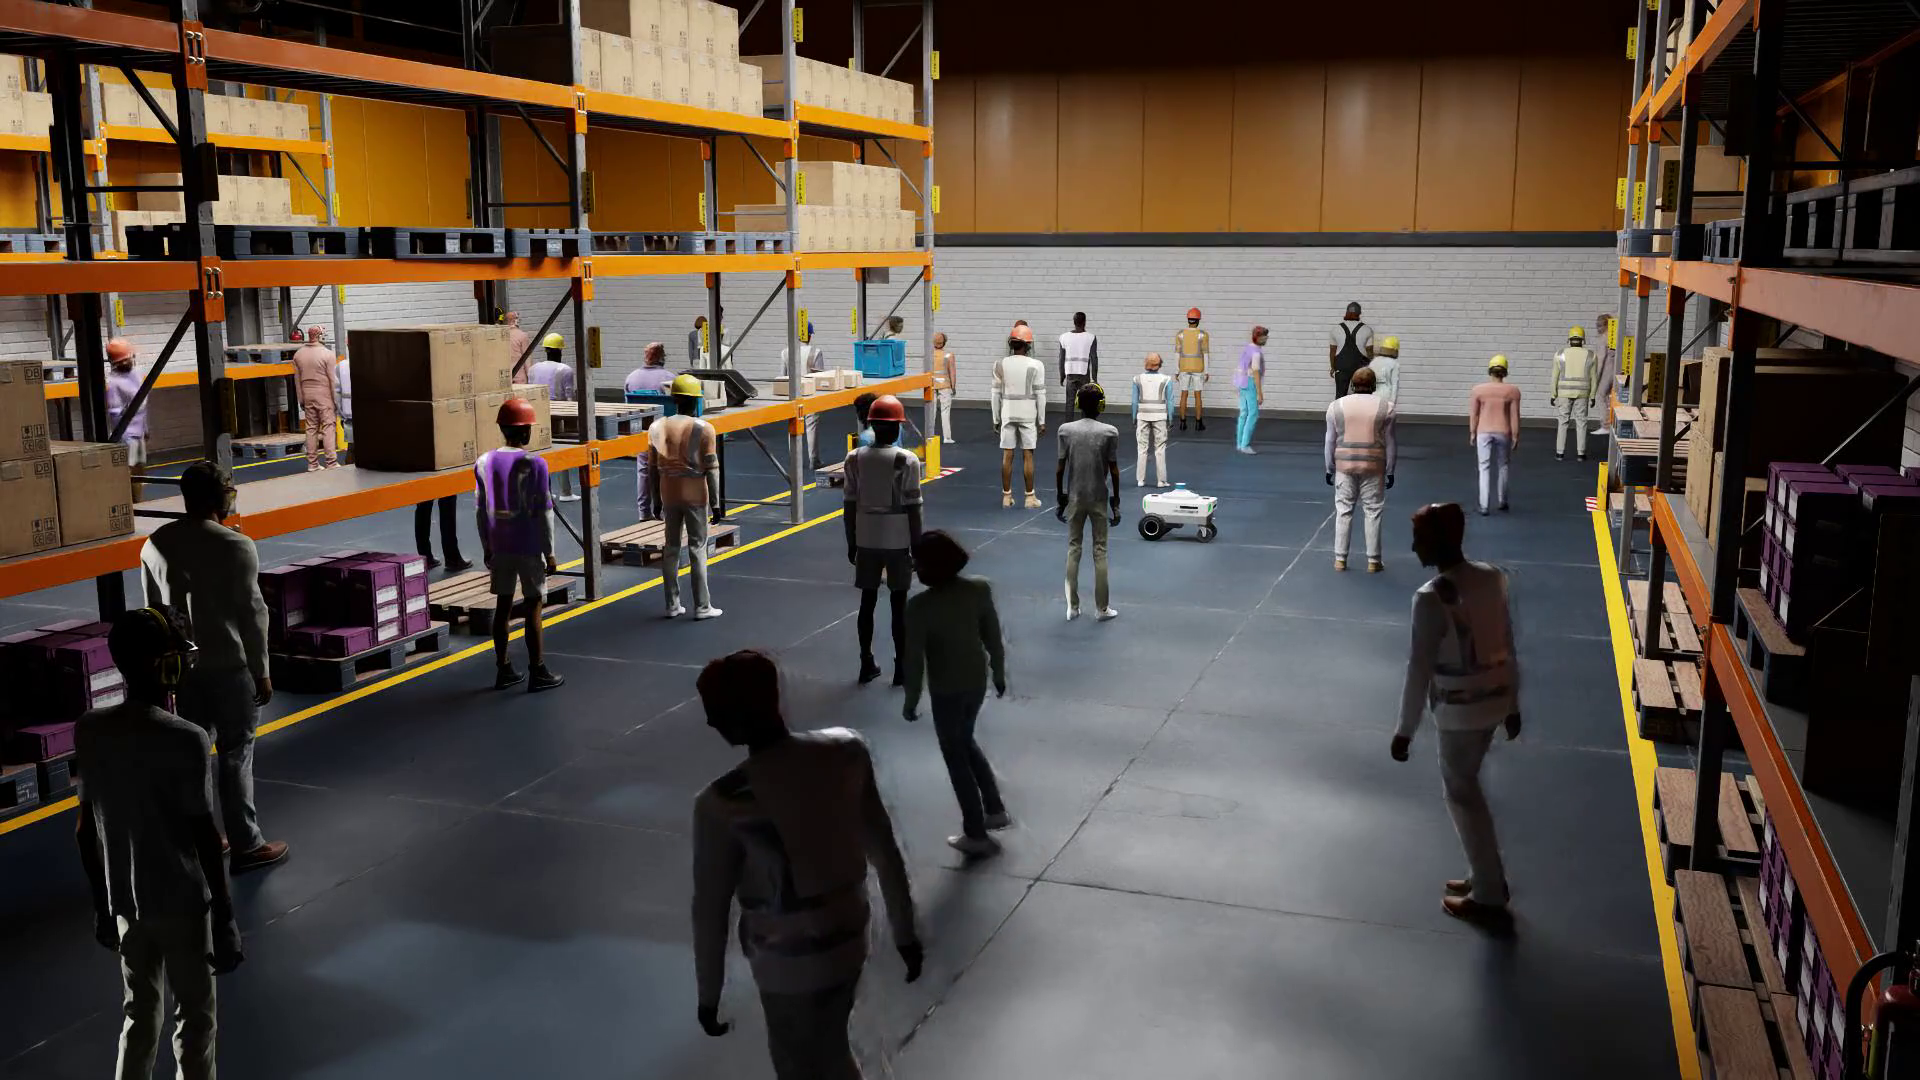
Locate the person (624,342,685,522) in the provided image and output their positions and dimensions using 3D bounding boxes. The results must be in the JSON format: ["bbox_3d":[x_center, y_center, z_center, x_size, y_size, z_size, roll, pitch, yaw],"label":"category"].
[{"bbox_3d":[-3.196,-1.128,17.560,0.651,1.904,0.402,3,11,19],"label":"person"}]

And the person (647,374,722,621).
[{"bbox_3d":[-2.138,-0.331,13.009,0.594,1.922,0.384,3,11,19],"label":"person"}]

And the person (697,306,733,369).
[{"bbox_3d":[-3.970,-2.855,27.113,0.613,1.962,0.364,3,11,19],"label":"person"}]

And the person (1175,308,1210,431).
[{"bbox_3d":[3.675,-2.700,26.316,0.551,1.935,0.375,3,11,19],"label":"person"}]

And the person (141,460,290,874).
[{"bbox_3d":[-3.487,0.594,7.767,0.635,1.936,0.352,3,11,19],"label":"person"}]

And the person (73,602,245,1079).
[{"bbox_3d":[-2.408,1.114,5.034,0.533,1.868,0.310,3,11,19],"label":"person"}]

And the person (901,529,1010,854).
[{"bbox_3d":[-0.020,0.723,7.978,0.587,1.603,0.360,-9,14,-42],"label":"person"}]

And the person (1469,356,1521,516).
[{"bbox_3d":[5.838,-1.150,18.196,0.533,1.708,0.841,3,11,18],"label":"person"}]

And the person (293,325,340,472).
[{"bbox_3d":[-8.217,-1.812,21.401,0.651,1.906,0.402,3,11,19],"label":"person"}]

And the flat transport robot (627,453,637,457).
[{"bbox_3d":[-4.517,-1.272,22.966,1.431,0.197,0.652,5,11,28],"label":"flat transport robot"}]

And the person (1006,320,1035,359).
[{"bbox_3d":[1.037,-2.961,28.626,0.523,1.638,0.311,3,11,19],"label":"person"}]

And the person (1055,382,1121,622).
[{"bbox_3d":[1.000,-0.296,12.971,0.533,1.868,0.310,3,11,19],"label":"person"}]

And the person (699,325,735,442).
[{"bbox_3d":[-3.616,-2.342,24.787,0.533,1.765,0.329,3,11,19],"label":"person"}]

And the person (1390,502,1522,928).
[{"bbox_3d":[2.161,0.752,7.127,0.617,1.845,0.493,-9,13,-41],"label":"person"}]

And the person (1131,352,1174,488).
[{"bbox_3d":[2.320,-1.439,20.061,0.523,1.636,0.311,3,11,19],"label":"person"}]

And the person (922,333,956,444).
[{"bbox_3d":[-0.306,-2.229,24.503,0.523,1.638,0.311,3,11,19],"label":"person"}]

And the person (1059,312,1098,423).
[{"bbox_3d":[1.792,-2.496,25.227,0.597,1.915,0.369,3,11,19],"label":"person"}]

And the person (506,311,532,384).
[{"bbox_3d":[-6.906,-2.596,25.822,0.651,1.906,0.402,3,11,19],"label":"person"}]

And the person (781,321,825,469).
[{"bbox_3d":[-2.037,-1.894,21.750,0.615,1.945,0.406,3,11,19],"label":"person"}]

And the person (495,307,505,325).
[{"bbox_3d":[-7.862,-3.027,28.365,0.533,1.864,0.311,3,11,19],"label":"person"}]

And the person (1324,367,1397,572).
[{"bbox_3d":[3.593,-0.628,14.924,0.633,1.839,0.429,3,11,19],"label":"person"}]

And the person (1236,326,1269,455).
[{"bbox_3d":[4.074,-2.109,23.378,0.403,1.808,0.740,0,10,-2],"label":"person"}]

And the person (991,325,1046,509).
[{"bbox_3d":[0.663,-1.363,18.488,0.614,2.041,0.393,3,11,19],"label":"person"}]

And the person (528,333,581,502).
[{"bbox_3d":[-4.621,-1.391,18.976,0.594,1.924,0.384,3,11,19],"label":"person"}]

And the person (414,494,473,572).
[{"bbox_3d":[-4.709,-0.713,14.964,0.622,1.992,0.397,3,11,19],"label":"person"}]

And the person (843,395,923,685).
[{"bbox_3d":[-0.496,-0.001,11.124,0.551,1.932,0.376,3,11,19],"label":"person"}]

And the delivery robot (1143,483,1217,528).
[{"bbox_3d":[2.194,-0.324,16.566,0.707,0.478,0.477,3,11,19],"label":"delivery robot"}]

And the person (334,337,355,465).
[{"bbox_3d":[-6.977,-1.463,19.359,0.551,1.932,0.376,3,11,19],"label":"person"}]

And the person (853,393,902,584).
[{"bbox_3d":[-0.688,-0.451,14.431,0.320,1.669,0.614,8,13,37],"label":"person"}]

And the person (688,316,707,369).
[{"bbox_3d":[-4.714,-3.272,30.397,0.507,1.631,0.275,3,11,19],"label":"person"}]

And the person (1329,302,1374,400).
[{"bbox_3d":[6.213,-2.764,26.388,0.688,2.000,0.535,3,11,19],"label":"person"}]

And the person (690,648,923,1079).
[{"bbox_3d":[-0.449,1.188,4.706,0.665,1.832,0.479,-9,14,-42],"label":"person"}]

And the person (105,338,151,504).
[{"bbox_3d":[-8.551,-1.098,17.193,0.388,1.988,0.725,0,10,2],"label":"person"}]

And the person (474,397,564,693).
[{"bbox_3d":[-2.891,0.031,10.935,0.551,1.935,0.375,3,11,19],"label":"person"}]

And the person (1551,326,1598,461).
[{"bbox_3d":[8.334,-1.984,22.587,0.600,1.827,0.403,3,11,19],"label":"person"}]

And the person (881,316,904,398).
[{"bbox_3d":[-1.138,-2.656,26.446,0.515,1.802,0.516,-4,11,-22],"label":"person"}]

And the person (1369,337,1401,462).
[{"bbox_3d":[5.614,-1.858,22.251,0.504,1.705,0.627,10,14,44],"label":"person"}]

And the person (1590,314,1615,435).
[{"bbox_3d":[10.043,-2.558,25.736,0.854,1.868,0.396,-7,12,-35],"label":"person"}]
